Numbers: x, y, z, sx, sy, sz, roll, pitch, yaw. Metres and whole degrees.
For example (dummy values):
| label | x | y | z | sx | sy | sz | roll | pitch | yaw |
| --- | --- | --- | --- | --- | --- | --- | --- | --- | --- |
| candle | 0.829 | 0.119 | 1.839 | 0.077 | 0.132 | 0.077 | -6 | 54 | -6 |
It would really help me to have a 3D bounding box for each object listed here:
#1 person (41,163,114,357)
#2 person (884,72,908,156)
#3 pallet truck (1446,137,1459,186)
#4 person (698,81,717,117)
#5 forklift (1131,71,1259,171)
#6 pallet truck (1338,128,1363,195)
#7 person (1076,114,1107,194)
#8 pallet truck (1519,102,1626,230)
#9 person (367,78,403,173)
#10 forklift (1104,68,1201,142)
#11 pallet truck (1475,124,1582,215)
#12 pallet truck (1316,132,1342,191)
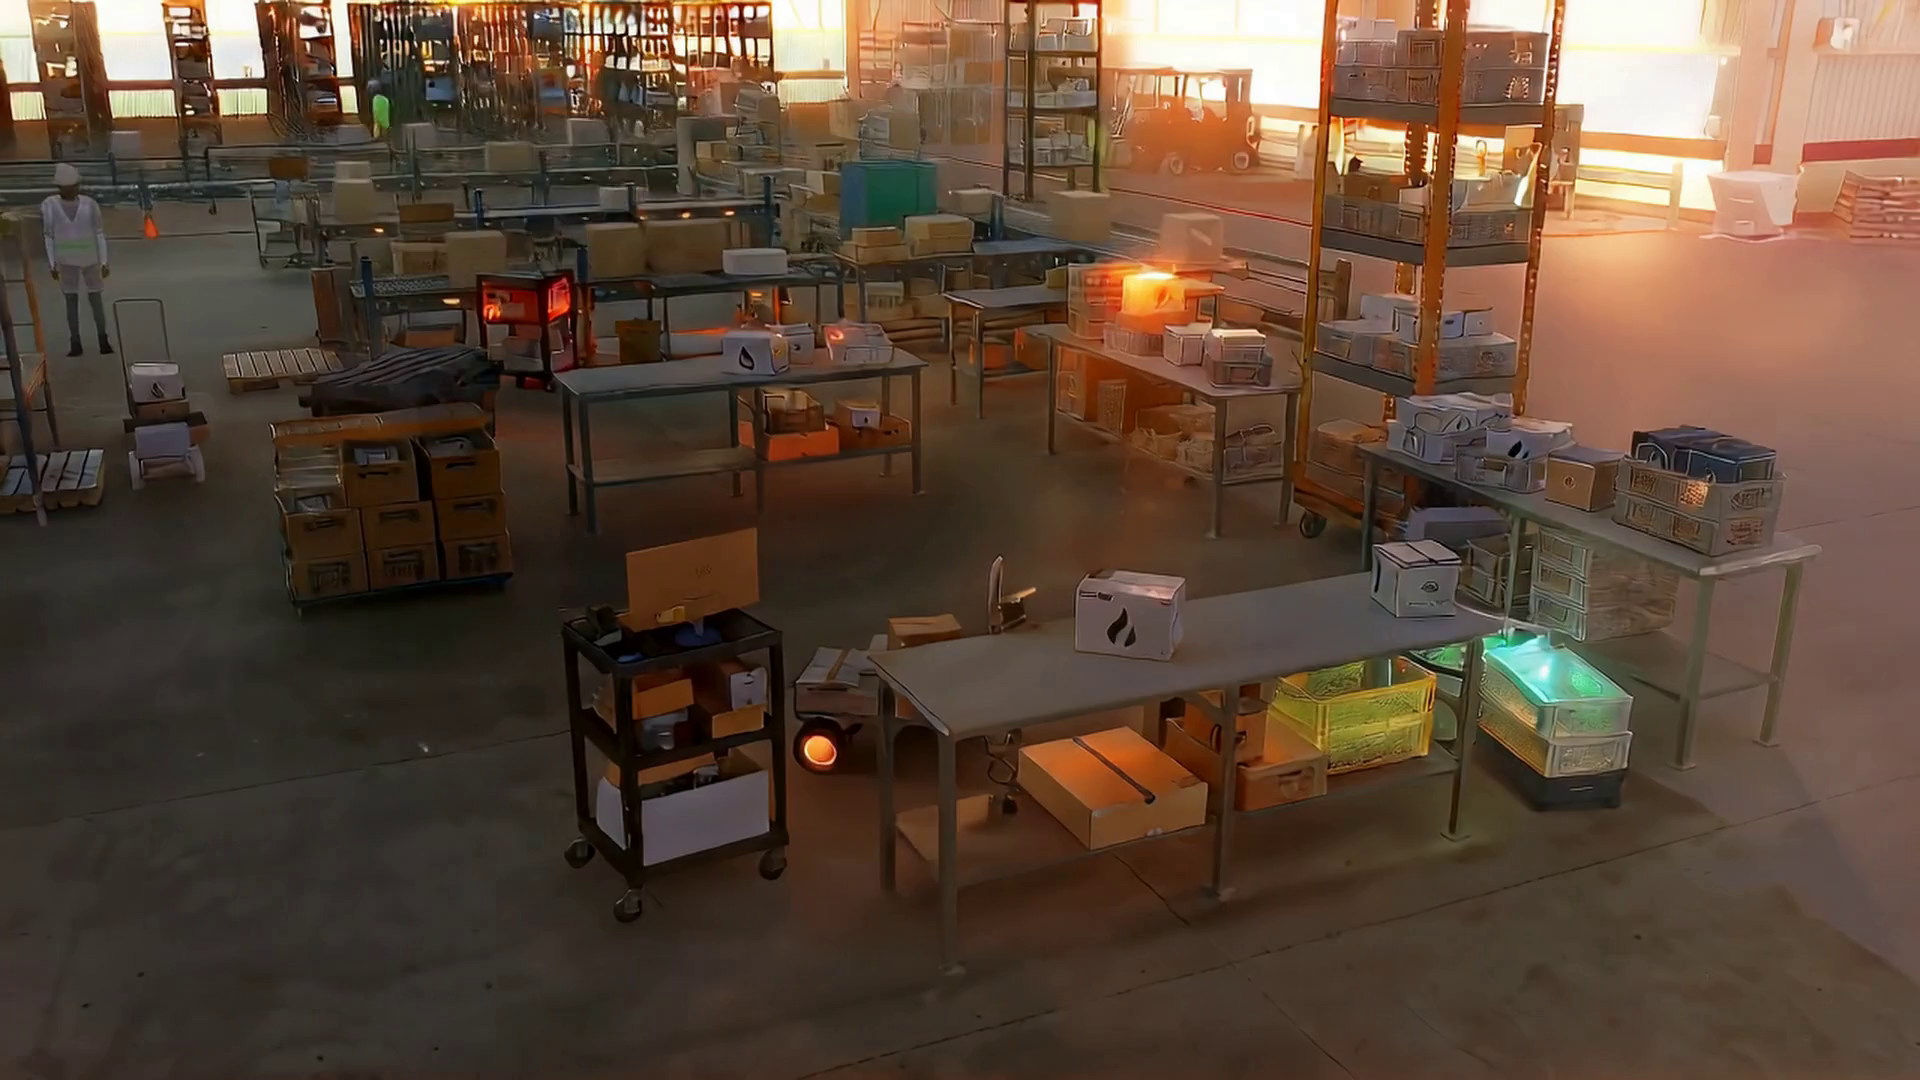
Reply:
| label | x | y | z | sx | sy | sz | roll | pitch | yaw |
| --- | --- | --- | --- | --- | --- | --- | --- | --- | --- |
| person | -8.863 | -2.807 | 16.725 | 0.542 | 1.929 | 0.368 | -8 | 19 | -23 |
| person | -1.642 | -10.322 | 40.321 | 0.630 | 1.961 | 0.917 | -14 | 22 | -37 |
| pallet truck | 9.184 | -6.485 | 29.328 | 1.630 | 1.274 | 0.653 | -8 | 19 | -23 |
| person | -6.077 | -9.959 | 39.461 | 0.973 | 1.788 | 0.591 | -9 | 20 | -27 |
| forklift | 4.998 | -8.936 | 35.413 | 2.680 | 1.987 | 1.157 | -9 | 20 | -25 |
| pallet truck | 7.845 | -7.140 | 31.411 | 1.522 | 1.261 | 0.704 | -9 | 20 | -25 |
| person | 2.316 | -6.914 | 29.973 | 0.867 | 1.719 | 0.550 | 11 | 21 | 31 |
| pallet truck | 9.972 | -6.037 | 26.785 | 1.885 | 1.965 | 0.823 | -9 | 20 | -25 |
| person | -12.562 | -8.895 | 35.786 | 1.026 | 1.990 | 0.640 | 1 | 18 | 2 |
| forklift | 4.082 | -9.564 | 37.410 | 2.680 | 1.987 | 1.157 | -8 | 19 | -23 |
| pallet truck | 9.707 | -6.455 | 28.103 | 1.885 | 1.965 | 0.823 | -7 | 19 | -20 |
| pallet truck | 7.723 | -7.504 | 32.656 | 1.601 | 1.201 | 0.680 | -8 | 19 | -23 |
